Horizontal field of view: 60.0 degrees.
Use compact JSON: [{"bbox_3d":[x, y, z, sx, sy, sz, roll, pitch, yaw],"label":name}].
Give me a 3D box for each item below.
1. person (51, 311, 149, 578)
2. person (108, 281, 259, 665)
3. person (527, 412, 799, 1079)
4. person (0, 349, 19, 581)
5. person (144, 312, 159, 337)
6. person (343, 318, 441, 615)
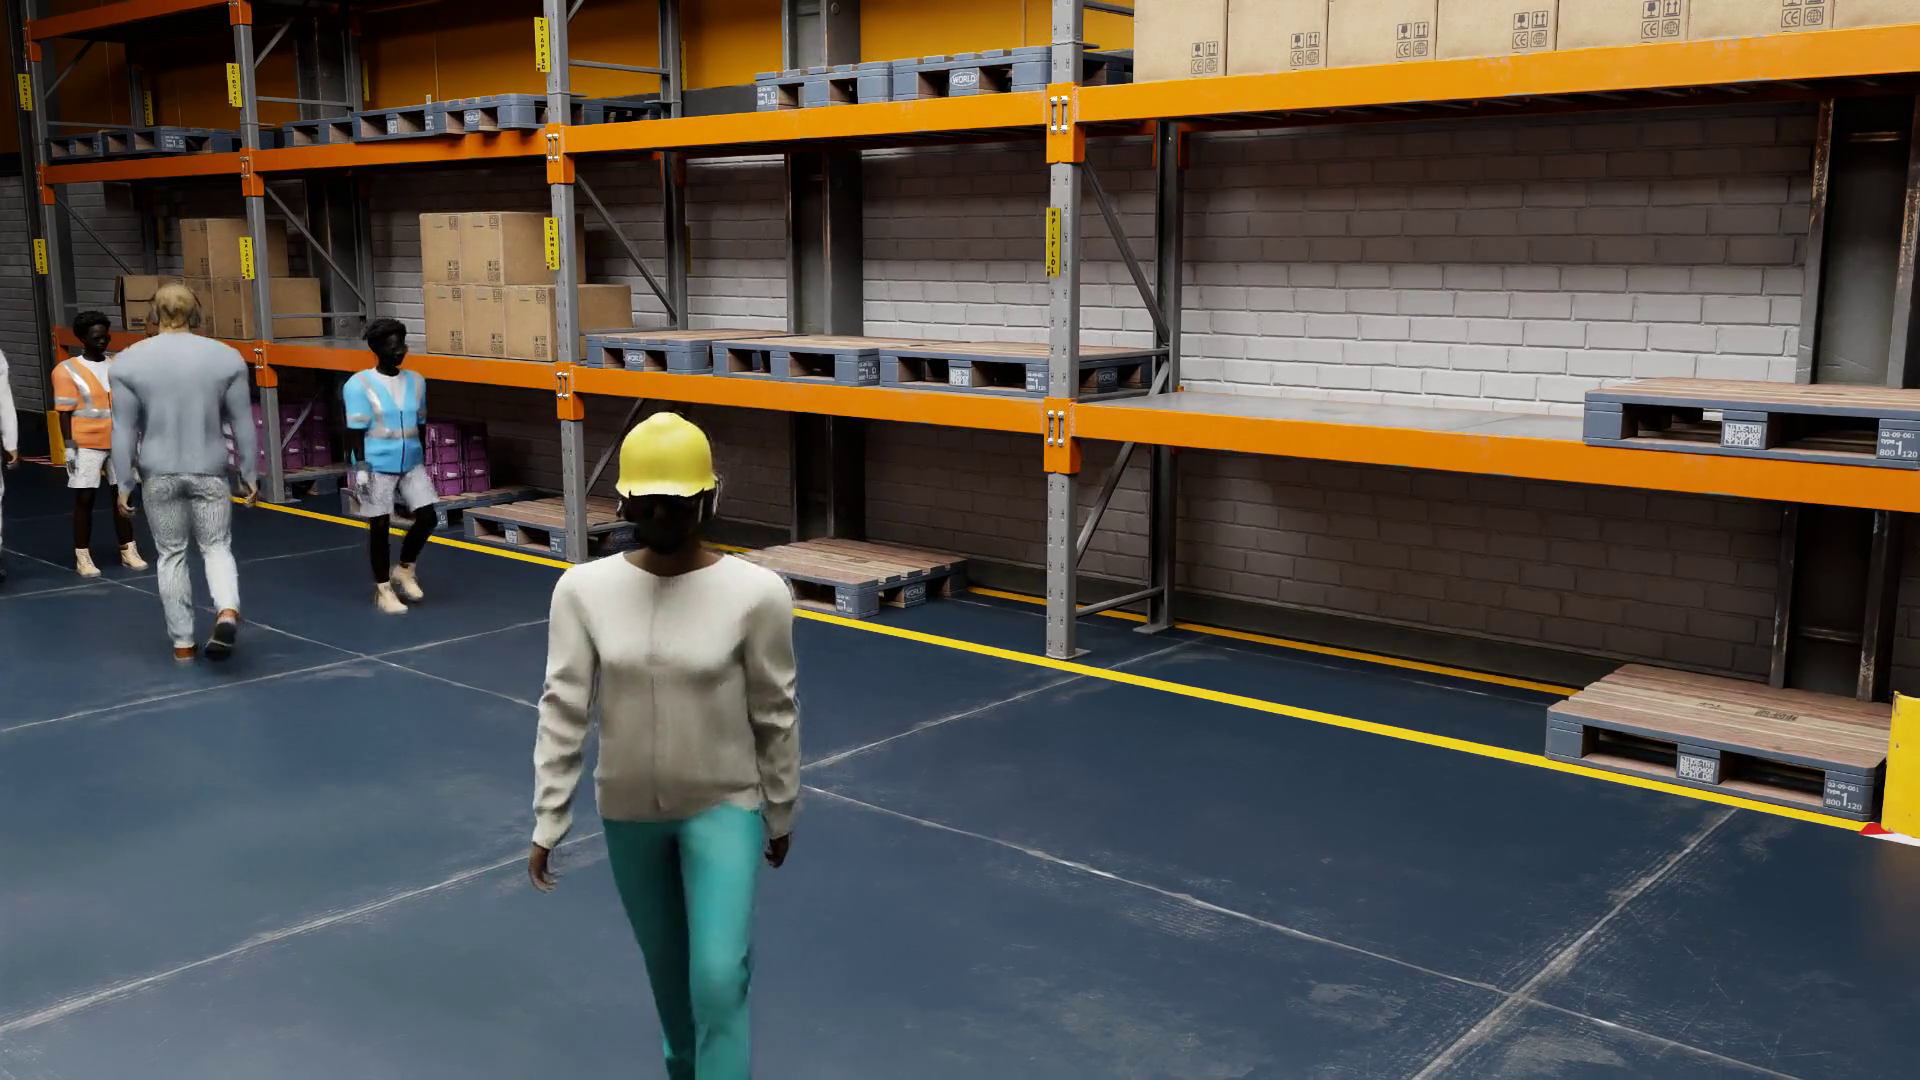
[{"bbox_3d":[-5.456,-0.607,10.552,0.320,1.687,0.533,6,12,33],"label":"person"},{"bbox_3d":[-3.789,-0.305,8.167,0.658,1.917,0.598,-5,11,-27],"label":"person"},{"bbox_3d":[-0.628,0.607,3.519,0.540,1.733,0.825,1,10,6],"label":"person"},{"bbox_3d":[-6.046,-0.588,10.053,0.619,1.814,0.428,-7,12,-33],"label":"person"},{"bbox_3d":[-6.236,-1.021,13.076,0.277,1.629,0.496,7,12,33],"label":"person"},{"bbox_3d":[-3.219,-0.408,9.425,0.365,1.688,0.544,8,13,39],"label":"person"}]
